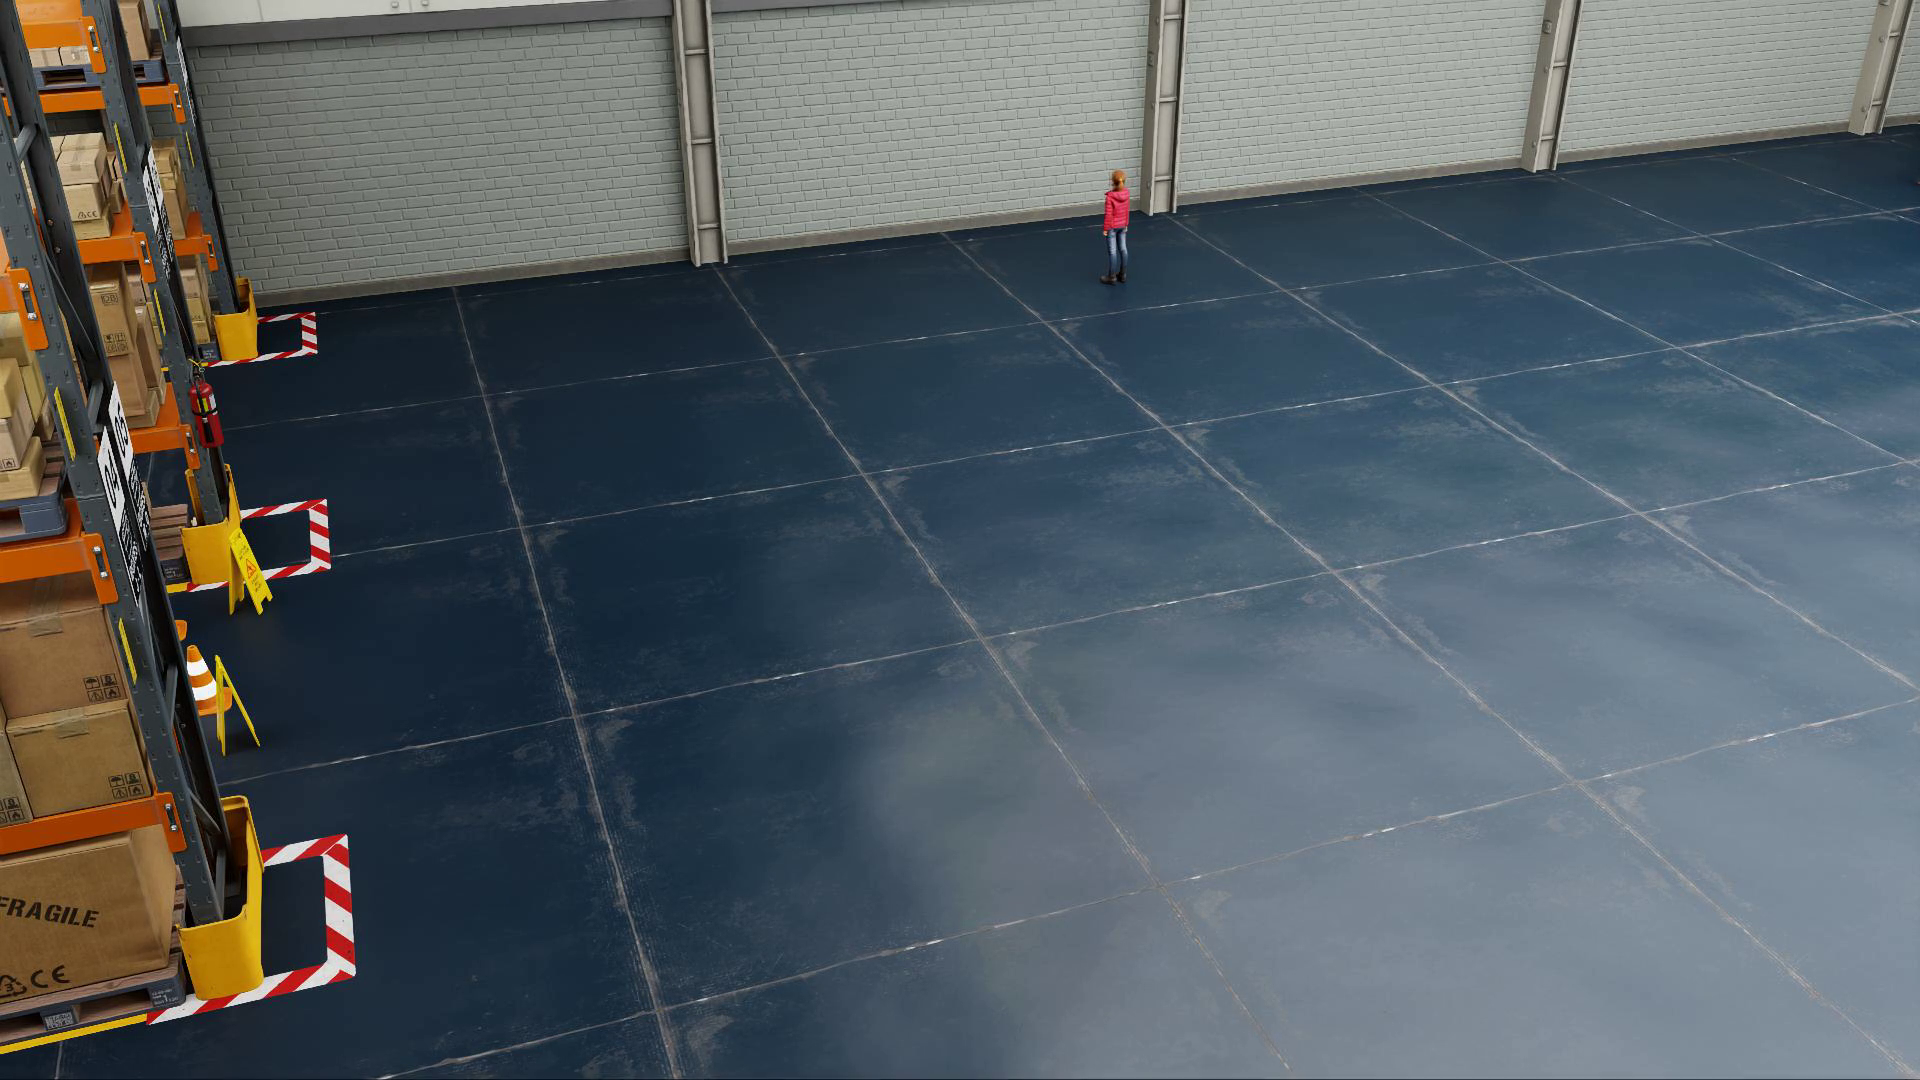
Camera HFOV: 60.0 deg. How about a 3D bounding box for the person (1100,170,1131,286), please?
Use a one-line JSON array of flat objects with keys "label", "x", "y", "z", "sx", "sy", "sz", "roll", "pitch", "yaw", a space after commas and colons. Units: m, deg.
[{"label": "person", "x": 1.804, "y": -3.598, "z": 19.115, "sx": 0.495, "sy": 1.317, "sz": 0.615, "roll": -18, "pitch": 33, "yaw": -30}]
